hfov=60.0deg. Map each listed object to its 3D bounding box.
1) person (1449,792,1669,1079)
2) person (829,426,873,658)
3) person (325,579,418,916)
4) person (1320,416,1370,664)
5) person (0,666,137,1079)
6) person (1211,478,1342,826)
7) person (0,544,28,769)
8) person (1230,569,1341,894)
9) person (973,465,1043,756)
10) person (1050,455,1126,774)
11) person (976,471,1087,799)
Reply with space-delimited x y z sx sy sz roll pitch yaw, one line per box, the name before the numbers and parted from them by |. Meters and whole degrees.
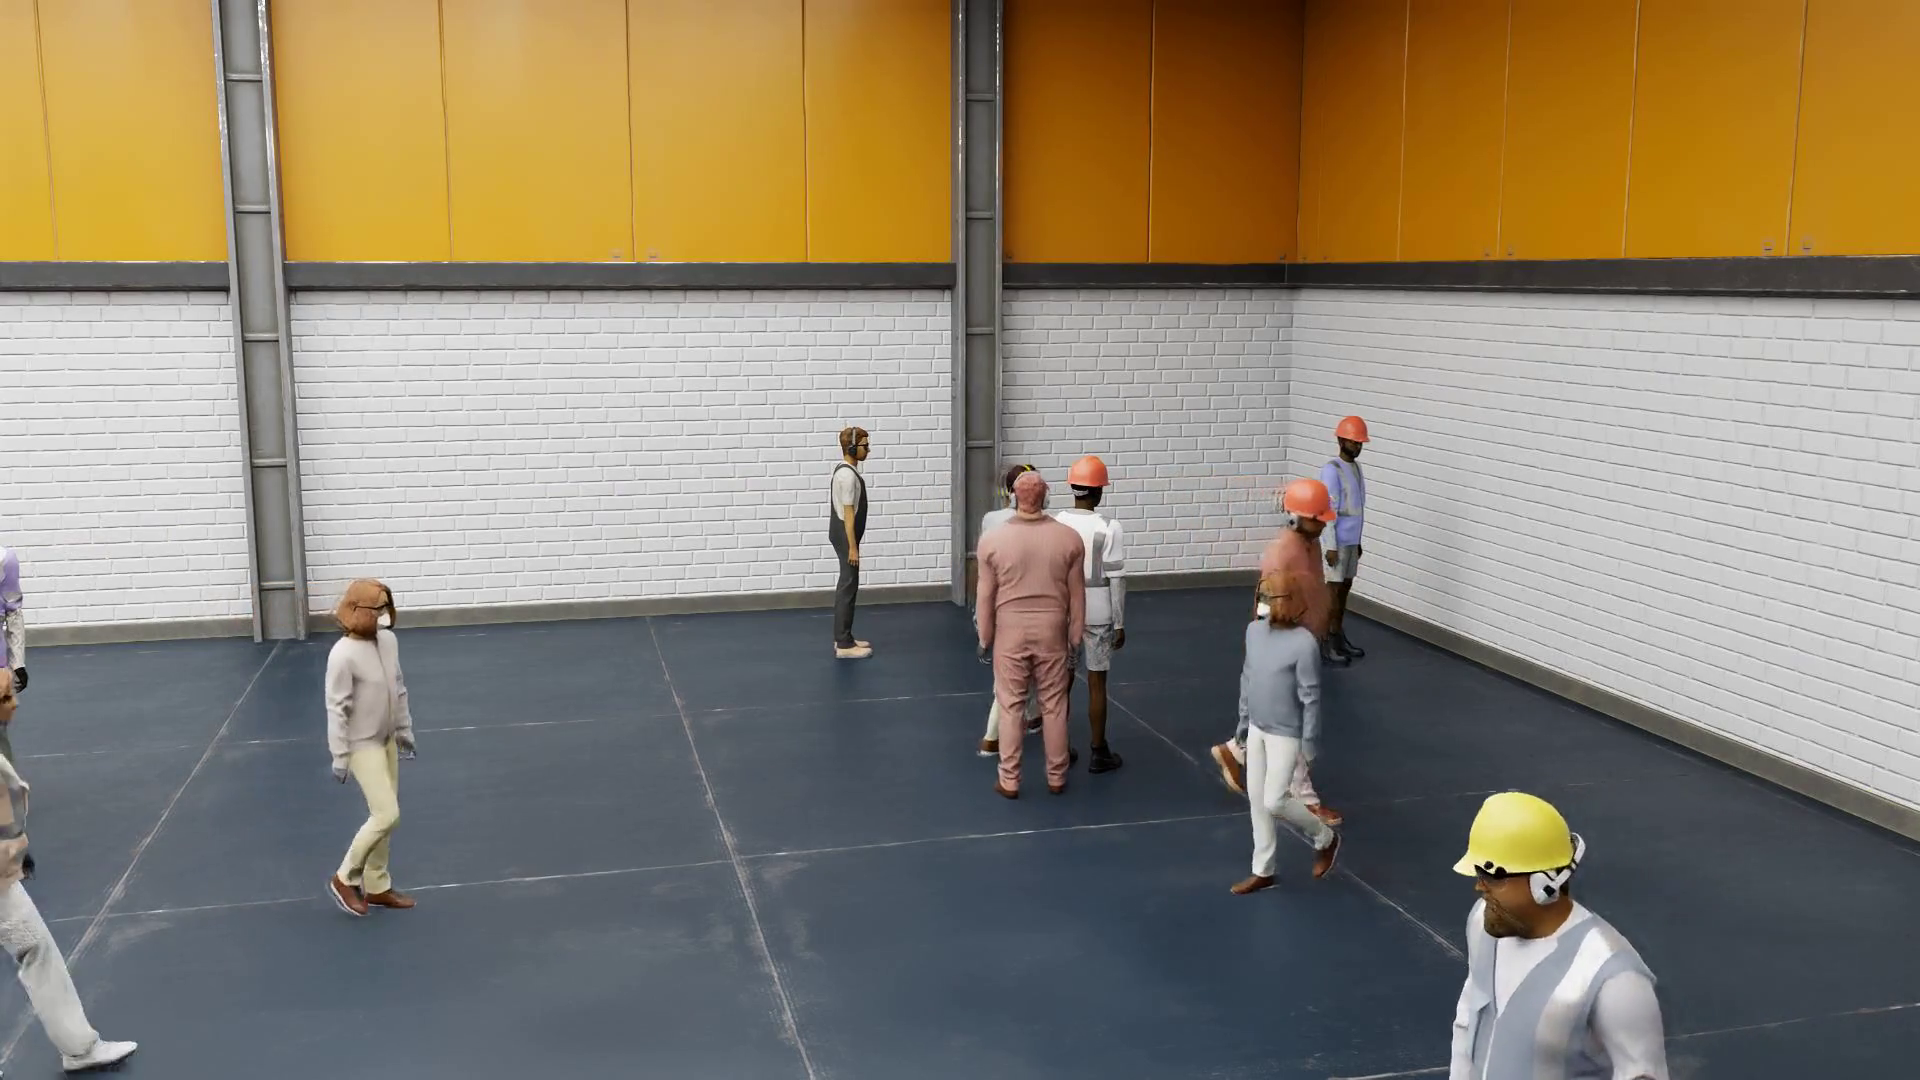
person | 1.457 1.493 4.144 0.979 1.770 0.615 -2 9 -13
person | -0.865 0.019 13.180 0.342 1.839 0.501 0 9 -2
person | -2.739 0.979 7.841 0.338 1.624 0.505 1 9 8
person | 3.023 -0.008 13.024 0.363 1.932 0.552 6 11 35
person | -3.516 1.245 6.197 0.774 1.605 0.525 -7 12 -39
person | 1.745 0.602 9.182 0.719 1.954 0.656 6 11 32
person | -5.355 0.648 8.950 0.594 1.926 0.366 -5 10 -28
person | 1.583 0.936 8.121 0.477 1.620 0.504 -4 10 -25
person | 0.422 0.425 10.661 0.537 1.819 0.934 8 12 42
person | 0.764 0.451 10.150 0.552 1.935 0.366 5 10 28
person | 0.409 0.548 9.644 0.648 1.905 0.404 -1 9 -6
